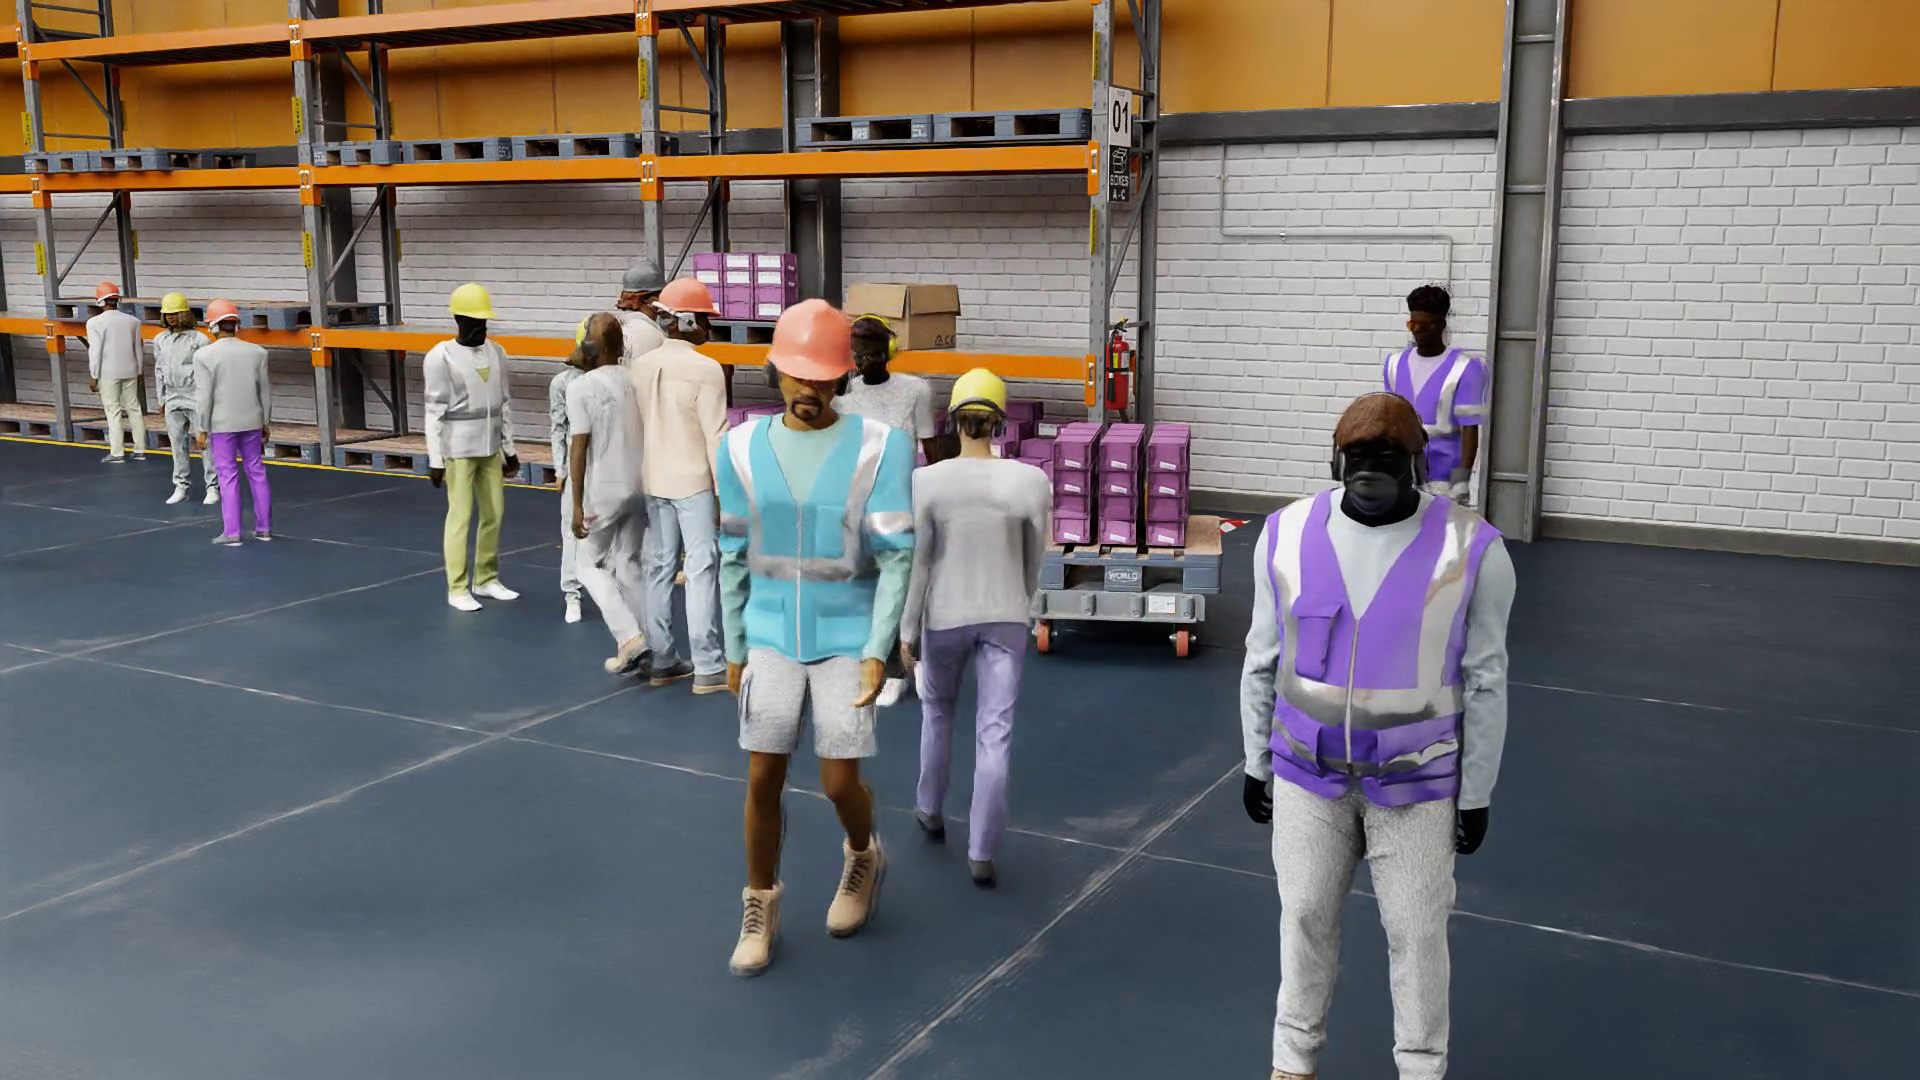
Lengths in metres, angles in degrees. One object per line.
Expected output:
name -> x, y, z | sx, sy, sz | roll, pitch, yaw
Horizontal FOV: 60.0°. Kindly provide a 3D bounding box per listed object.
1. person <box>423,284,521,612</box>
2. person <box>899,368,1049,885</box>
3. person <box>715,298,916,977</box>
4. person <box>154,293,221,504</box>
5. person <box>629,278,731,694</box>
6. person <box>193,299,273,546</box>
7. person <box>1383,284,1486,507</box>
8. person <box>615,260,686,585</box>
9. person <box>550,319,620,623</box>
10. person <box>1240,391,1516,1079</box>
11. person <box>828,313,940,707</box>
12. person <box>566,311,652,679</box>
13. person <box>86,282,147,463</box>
person -> -2.863, -0.537, 9.766 | 0.426, 1.913, 0.601 | 6, 12, 28
person -> 0.042, 0.271, 5.835 | 0.524, 1.730, 0.820 | -1, 10, -3
person -> -0.427, 0.288, 4.964 | 0.624, 2.013, 0.623 | 2, 11, 11
person -> -6.344, -1.147, 13.612 | 0.484, 1.736, 0.343 | 1, 10, 5
person -> -1.322, -0.259, 8.029 | 0.612, 1.990, 0.391 | 8, 13, 37
person -> -5.192, -0.838, 11.861 | 0.346, 1.746, 0.573 | 7, 13, 35
person -> 2.410, -0.364, 8.783 | 0.883, 1.918, 0.633 | -10, 14, -43
person -> -1.941, -0.744, 10.552 | 0.536, 2.000, 0.674 | -5, 12, -27
person -> -2.079, -0.398, 9.493 | 0.483, 1.736, 0.312 | -5, 11, -26
person -> 0.972, 0.557, 3.991 | 0.629, 1.835, 0.429 | 5, 12, 26
person -> -0.337, -0.127, 7.712 | 0.552, 1.841, 0.437 | 2, 11, 12
person -> -1.693, -0.199, 8.160 | 0.451, 1.822, 0.575 | 9, 14, 42
person -> -8.235, -1.632, 16.206 | 0.343, 1.749, 0.573 | 5, 12, 27
